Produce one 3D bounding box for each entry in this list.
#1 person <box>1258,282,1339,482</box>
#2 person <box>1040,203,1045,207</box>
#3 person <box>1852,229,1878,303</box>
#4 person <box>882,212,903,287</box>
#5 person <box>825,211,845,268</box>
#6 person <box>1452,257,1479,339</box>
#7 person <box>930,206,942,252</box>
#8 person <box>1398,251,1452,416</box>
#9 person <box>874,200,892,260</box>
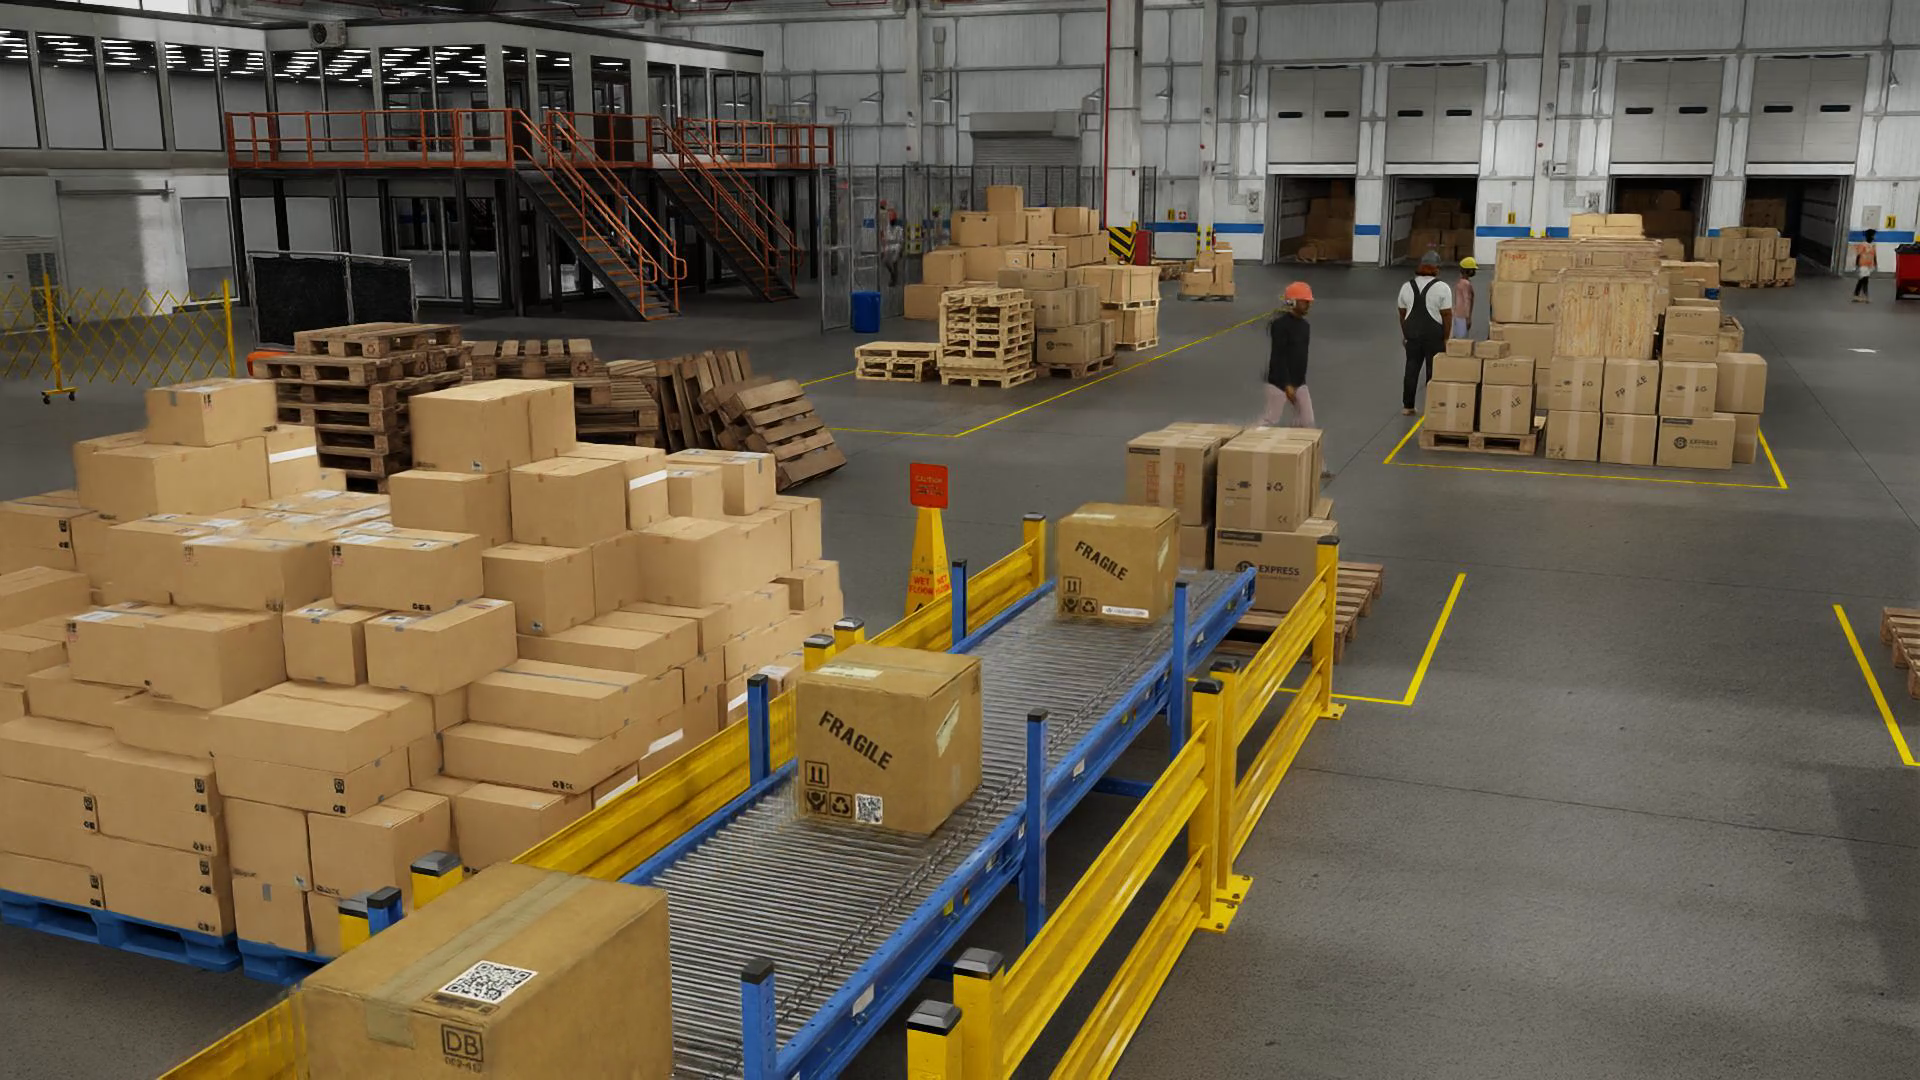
[{"bbox_3d":[3.229,-1.547,16.263,0.611,1.946,1.012,-11,16,-40],"label":"person"},{"bbox_3d":[2.670,-9.917,53.776,0.614,1.946,0.389,0,13,0],"label":"person"},{"bbox_3d":[20.658,-6.208,37.748,0.557,1.664,0.755,-6,14,-27],"label":"person"},{"bbox_3d":[-1.754,-7.550,43.199,0.563,1.927,0.423,4,13,17],"label":"person"},{"bbox_3d":[-3.817,-9.260,51.167,0.629,1.808,0.893,-4,13,-19],"label":"person"},{"bbox_3d":[7.293,-3.199,24.057,0.312,1.768,0.530,0,13,-1],"label":"person"},{"bbox_3d":[-0.675,-9.497,52.004,0.794,1.904,0.606,6,14,25],"label":"person"},{"bbox_3d":[5.739,-2.524,20.405,0.684,2.000,0.538,11,17,41],"label":"person"},{"bbox_3d":[-2.583,-10.381,55.752,0.611,1.996,0.378,7,14,29],"label":"person"}]
